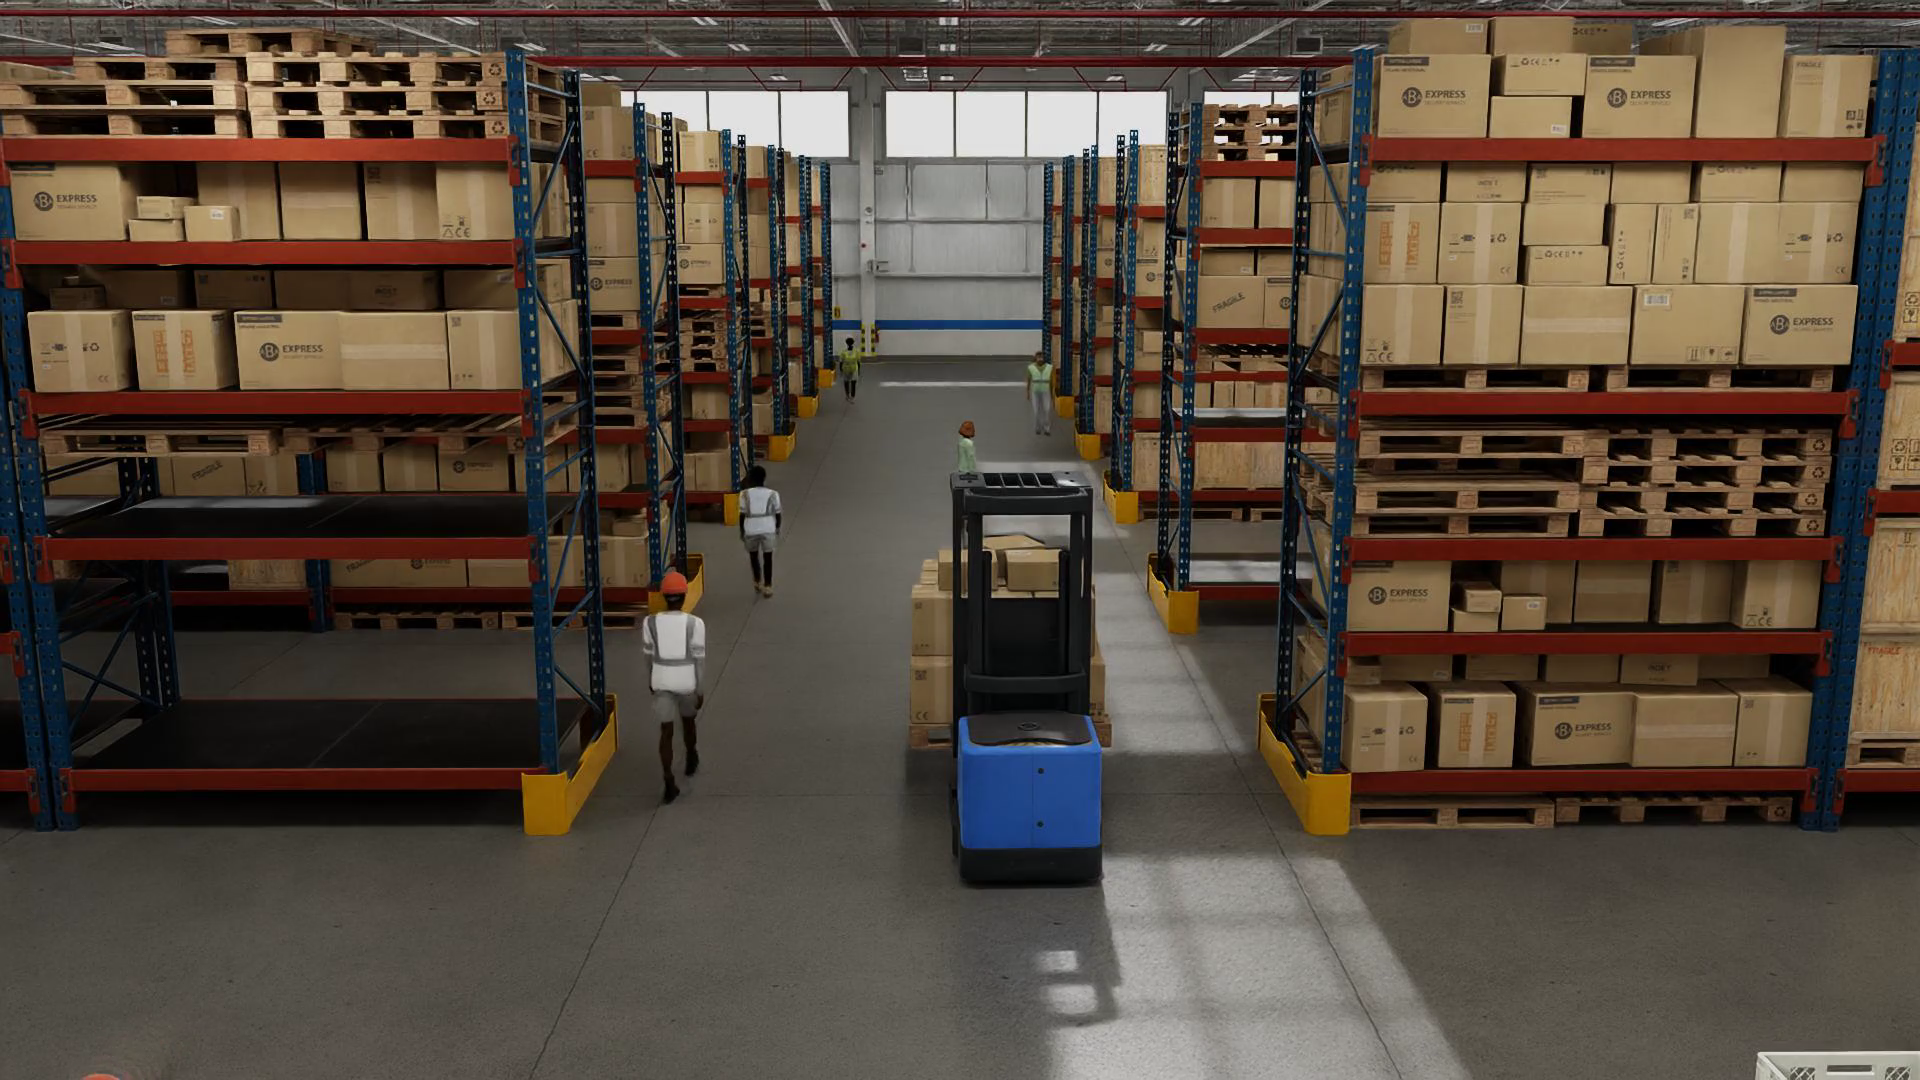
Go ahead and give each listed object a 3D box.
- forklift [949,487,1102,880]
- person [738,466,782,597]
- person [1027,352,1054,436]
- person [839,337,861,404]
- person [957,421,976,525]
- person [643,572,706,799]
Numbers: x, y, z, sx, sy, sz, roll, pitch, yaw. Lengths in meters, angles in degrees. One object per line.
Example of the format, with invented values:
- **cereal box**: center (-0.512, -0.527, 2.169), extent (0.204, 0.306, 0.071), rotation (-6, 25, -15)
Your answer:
- **forklift**: center (0.495, 0.986, 12.813), extent (1.129, 2.768, 1.873), rotation (0, 11, -2)
- **person**: center (-2.552, -0.120, 21.253), extent (0.569, 1.670, 0.670), rotation (-1, 11, -6)
- **person**: center (1.749, -3.151, 35.962), extent (0.605, 1.810, 0.851), rotation (-1, 11, -5)
- **person**: center (-2.764, -4.272, 41.868), extent (0.537, 1.682, 0.541), rotation (-1, 11, -3)
- **person**: center (0.119, -1.050, 26.008), extent (0.280, 1.633, 0.503), rotation (-5, 12, -23)
- **person**: center (-2.428, 1.213, 14.204), extent (0.538, 1.888, 1.011), rotation (0, 11, -2)
